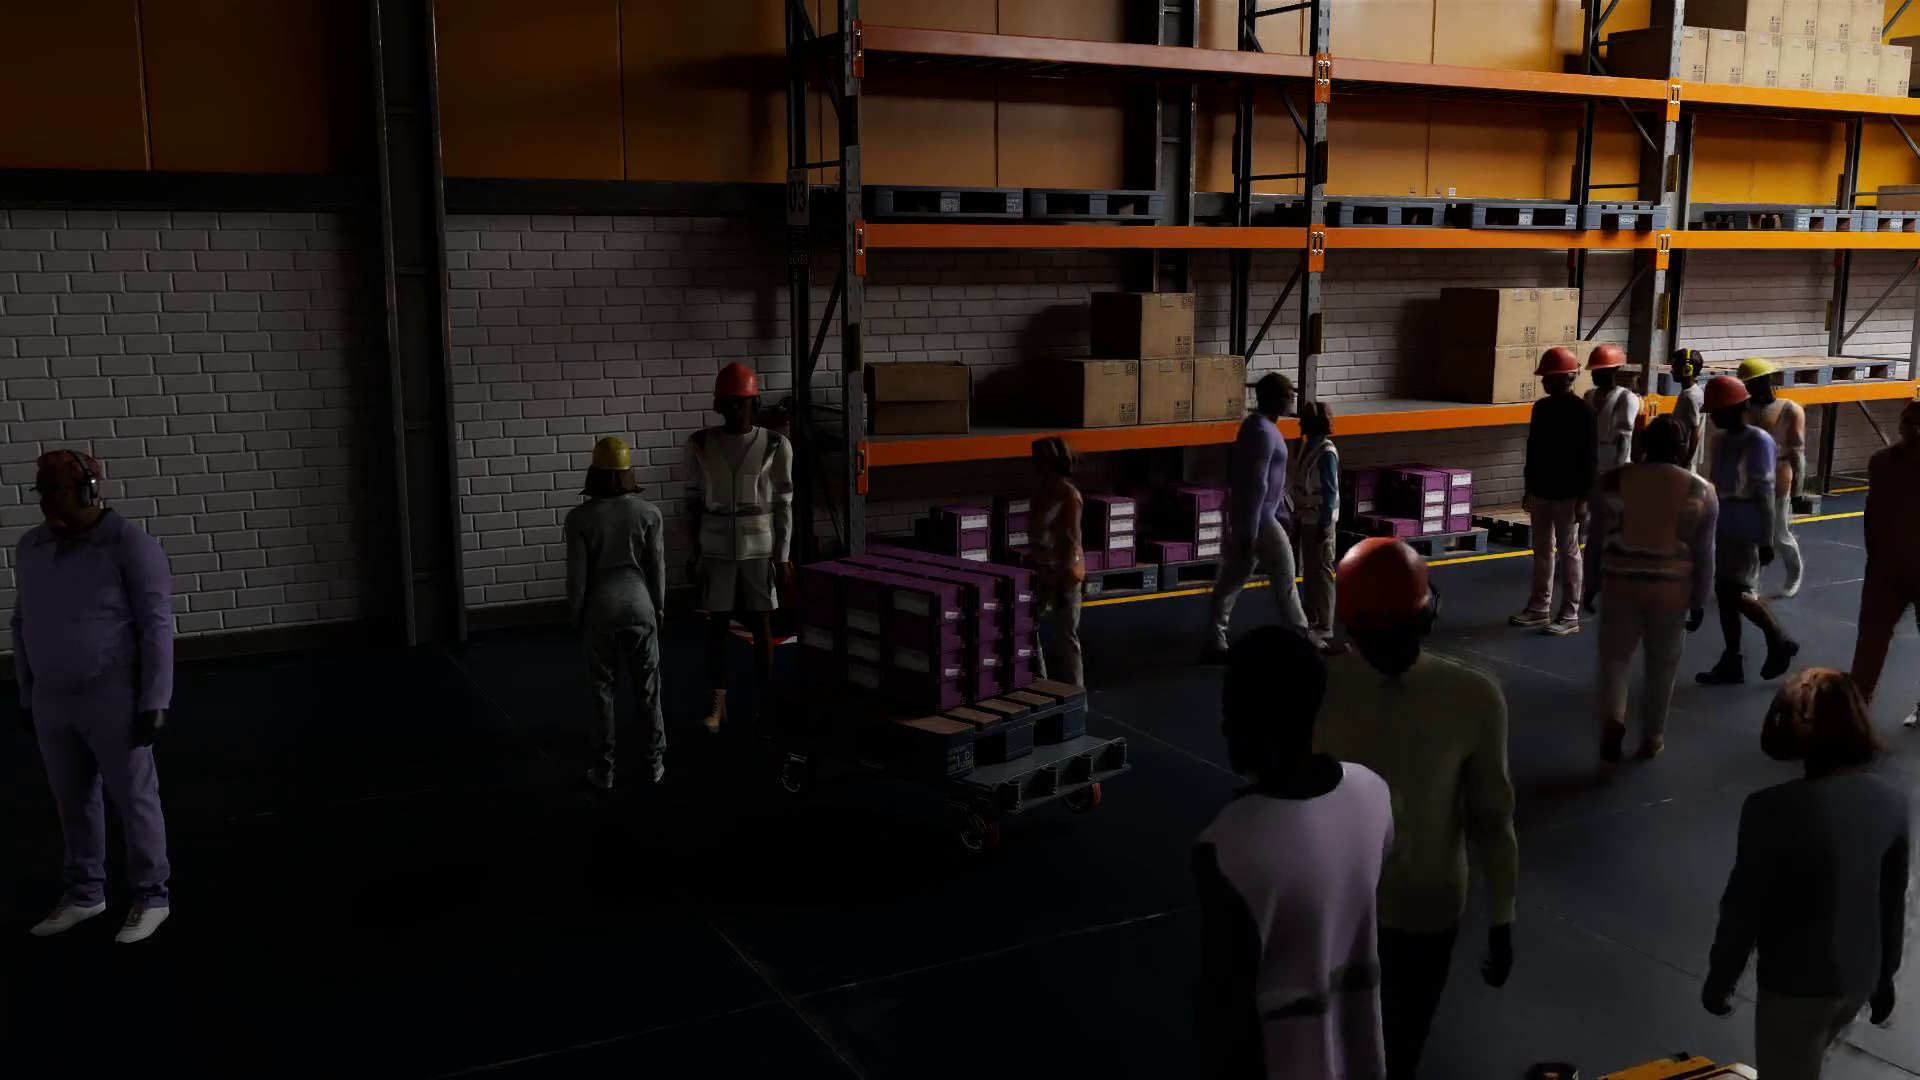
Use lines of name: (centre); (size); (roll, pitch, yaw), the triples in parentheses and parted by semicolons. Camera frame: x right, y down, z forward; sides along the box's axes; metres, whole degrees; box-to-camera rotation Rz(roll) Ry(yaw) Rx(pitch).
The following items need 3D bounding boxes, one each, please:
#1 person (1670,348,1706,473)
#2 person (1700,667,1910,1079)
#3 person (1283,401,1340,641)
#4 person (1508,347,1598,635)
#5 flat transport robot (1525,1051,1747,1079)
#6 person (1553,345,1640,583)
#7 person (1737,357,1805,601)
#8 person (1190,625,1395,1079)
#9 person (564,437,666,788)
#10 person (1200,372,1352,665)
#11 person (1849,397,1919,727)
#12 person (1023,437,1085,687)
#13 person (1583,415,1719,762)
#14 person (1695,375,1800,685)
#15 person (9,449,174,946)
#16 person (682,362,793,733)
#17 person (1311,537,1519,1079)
person: (5.837, -0.610, 13.451); (0.312, 1.869, 0.538); (4, 11, 20)
person: (2.142, 1.126, 4.215); (0.507, 1.613, 0.386); (-4, 11, -22)
person: (2.421, -0.126, 11.320); (0.315, 1.641, 0.514); (-1, 10, -6)
person: (4.118, -0.339, 11.533); (0.400, 1.989, 0.623); (-4, 11, -21)
flat transport robot: (2.240, 1.750, 4.460); (0.652, 0.197, 1.431); (-5, 11, -25)
person: (5.002, -0.570, 13.129); (0.843, 1.907, 0.548); (-6, 11, -29)
person: (6.066, -0.439, 12.463); (0.868, 1.866, 0.623); (-6, 12, -31)
person: (0.739, 1.132, 3.449); (0.598, 1.872, 0.763); (-9, 14, -43)
person: (-1.699, 0.358, 8.236); (0.485, 1.745, 0.296); (-4, 10, -19)
person: (2.005, -0.110, 10.507); (1.004, 1.887, 0.653); (0, 10, 1)
person: (5.162, 0.152, 9.080); (0.958, 1.857, 0.661); (-6, 12, -32)
person: (0.479, 0.230, 9.306); (0.528, 1.615, 0.553); (-4, 11, -23)
person: (3.516, 0.271, 8.523); (0.635, 1.821, 0.679); (5, 11, 26)
person: (4.750, -0.048, 10.125); (0.585, 1.901, 0.599); (-1, 10, -7)
person: (-3.338, 0.602, 6.366); (0.654, 1.906, 0.408); (2, 10, 12)
person: (-1.216, 0.052, 9.125); (0.608, 2.048, 0.364); (0, 10, -1)
person: (1.151, 0.919, 4.472); (0.643, 1.936, 1.042); (2, 10, 10)
